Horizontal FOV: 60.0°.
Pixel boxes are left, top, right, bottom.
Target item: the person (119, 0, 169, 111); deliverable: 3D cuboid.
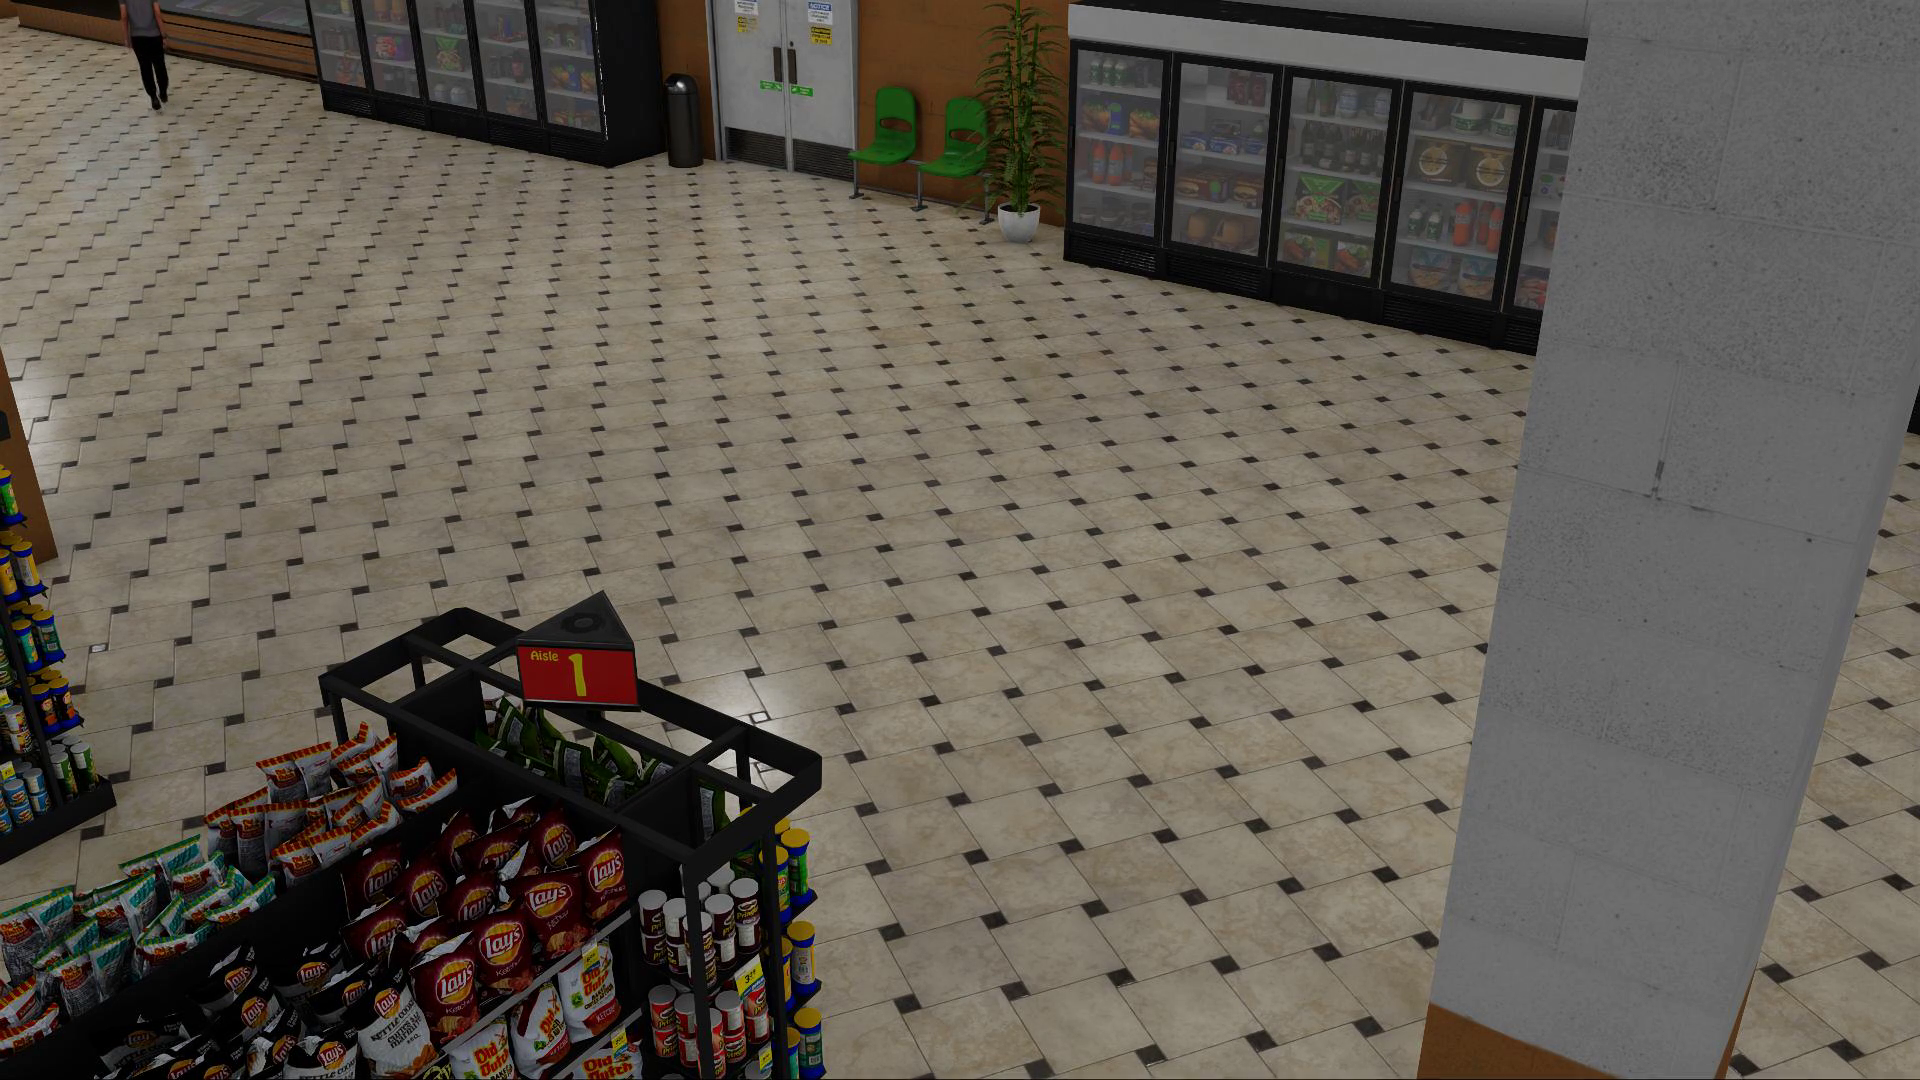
[{"bbox_3d":[-10.144,-6.248,20.728,1.155,1.731,1.026,-14,30,-25],"label":"person"}]
